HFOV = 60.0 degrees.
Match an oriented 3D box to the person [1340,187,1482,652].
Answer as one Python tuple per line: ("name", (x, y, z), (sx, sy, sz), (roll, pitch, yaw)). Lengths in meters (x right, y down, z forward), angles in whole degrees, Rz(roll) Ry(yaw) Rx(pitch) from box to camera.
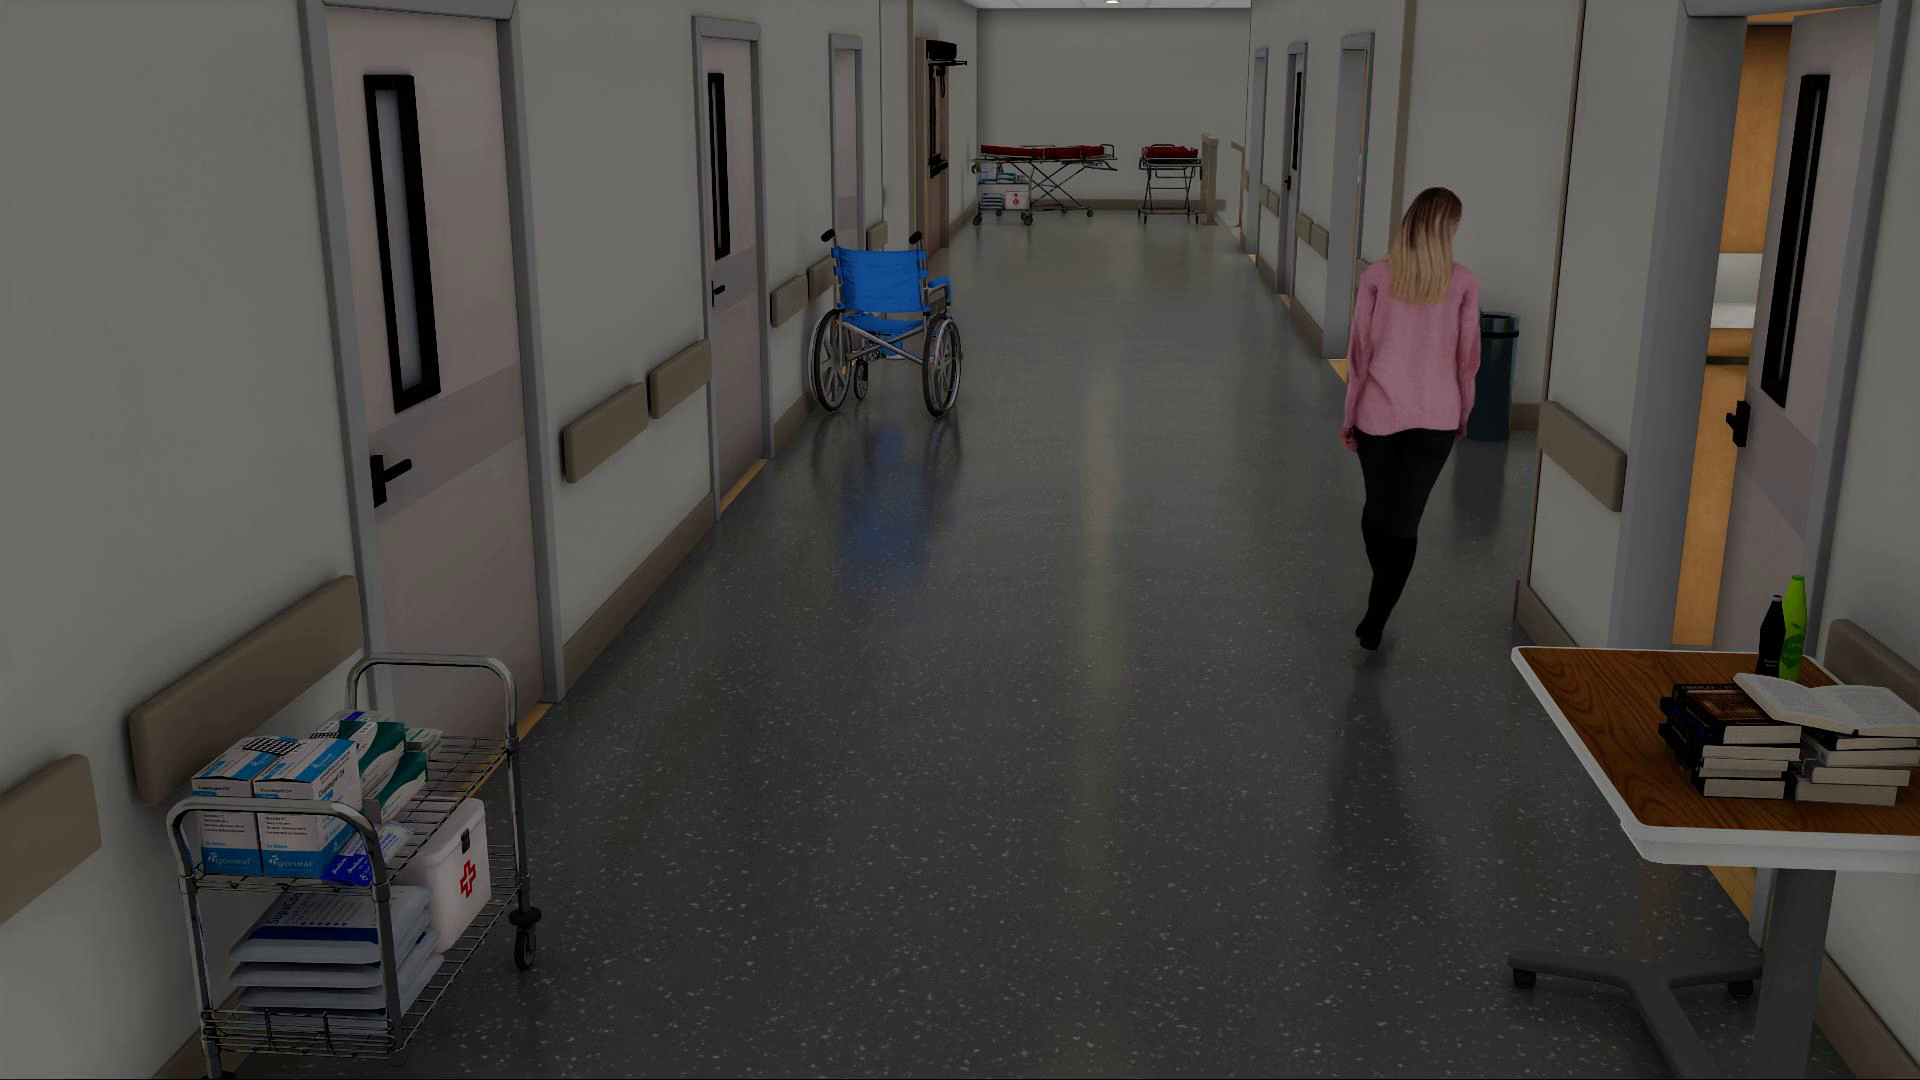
("person", (1.599, -0.389, 5.993), (0.811, 1.634, 1.173), (5, 16, 17))
